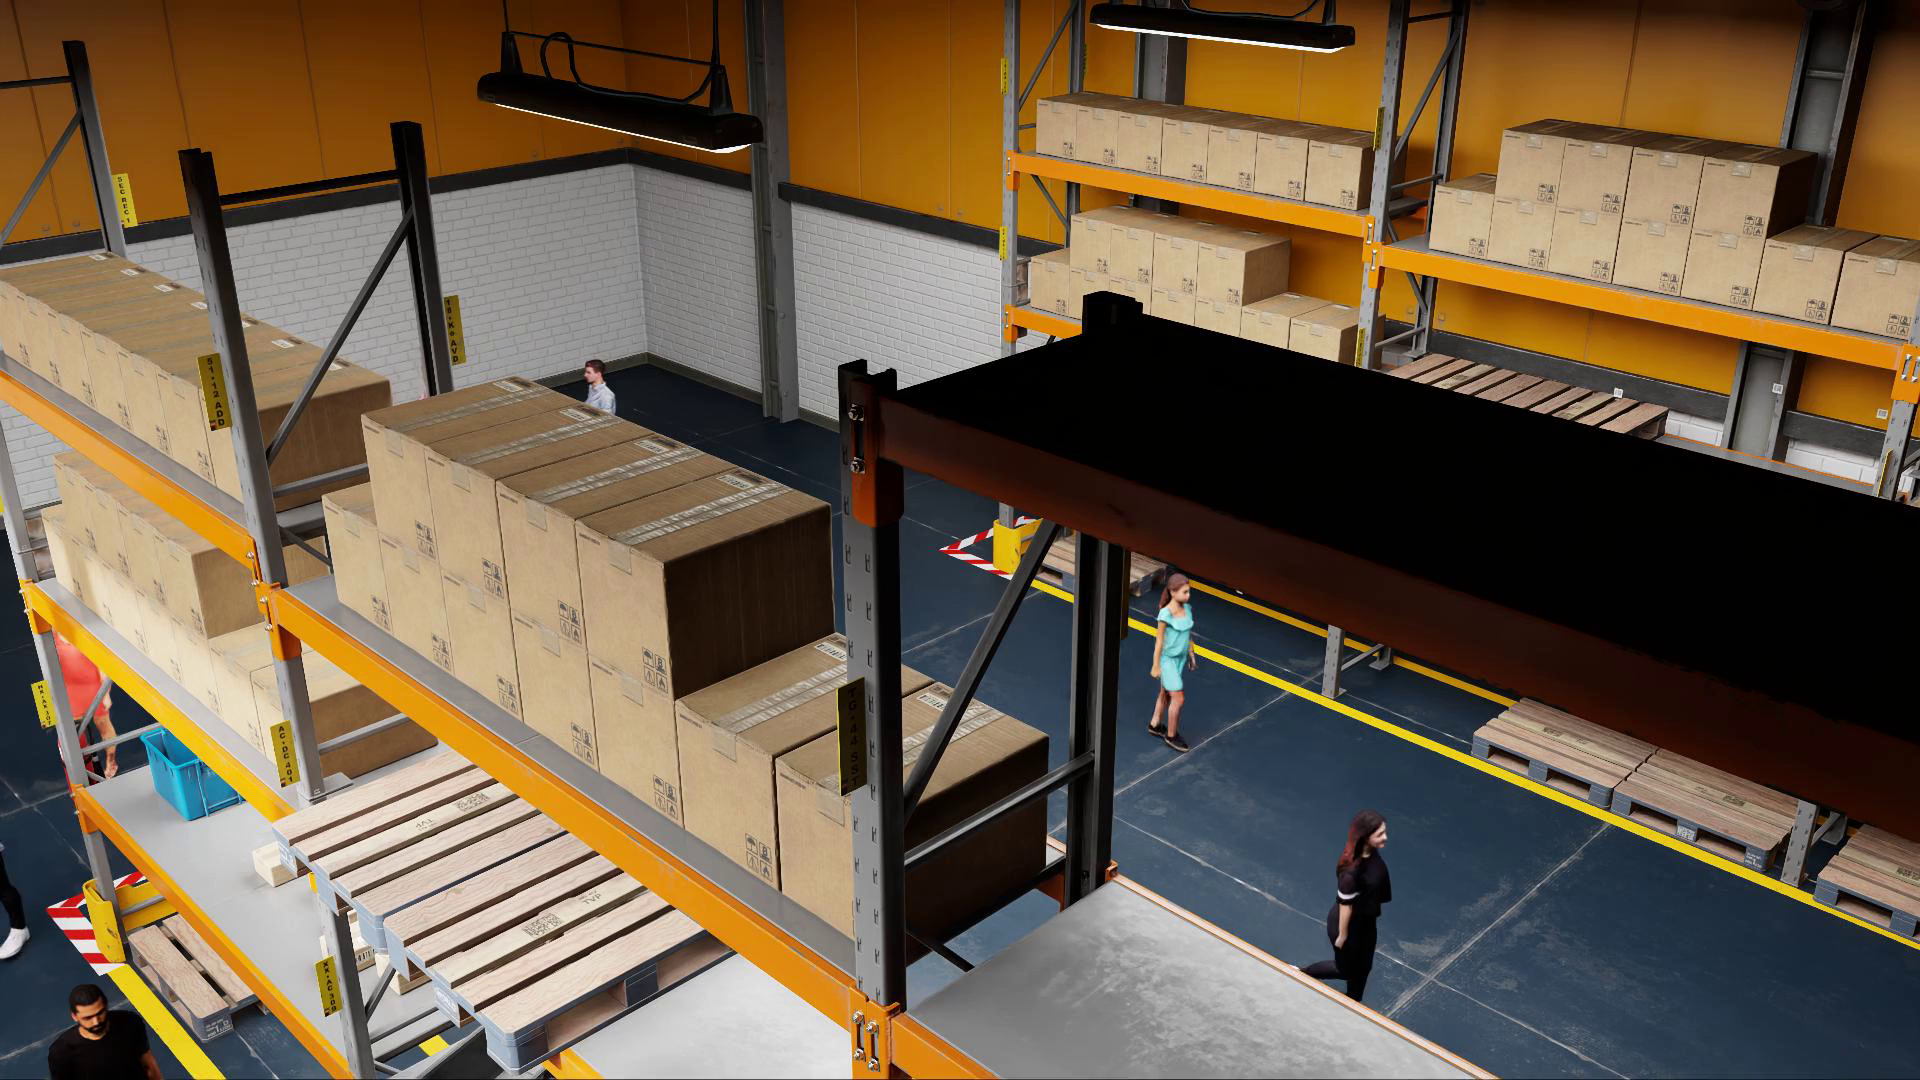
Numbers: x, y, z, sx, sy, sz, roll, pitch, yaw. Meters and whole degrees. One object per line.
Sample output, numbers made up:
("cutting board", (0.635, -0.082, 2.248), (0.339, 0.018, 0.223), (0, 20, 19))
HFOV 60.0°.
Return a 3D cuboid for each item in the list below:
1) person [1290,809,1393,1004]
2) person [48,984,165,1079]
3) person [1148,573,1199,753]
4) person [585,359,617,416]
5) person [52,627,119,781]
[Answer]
("person", (2.427, 2.395, 10.541), (0.968, 1.627, 0.747), (13, 27, 27))
("person", (-4.552, 3.042, 8.918), (0.662, 1.743, 0.683), (18, 29, 35))
("person", (1.707, 0.977, 13.892), (0.700, 1.542, 0.549), (21, 31, 39))
("person", (-3.903, -1.097, 18.252), (0.745, 1.849, 0.556), (-15, 28, -31))
("person", (-6.951, 1.148, 13.293), (0.742, 1.707, 0.805), (-4, 24, -10))
